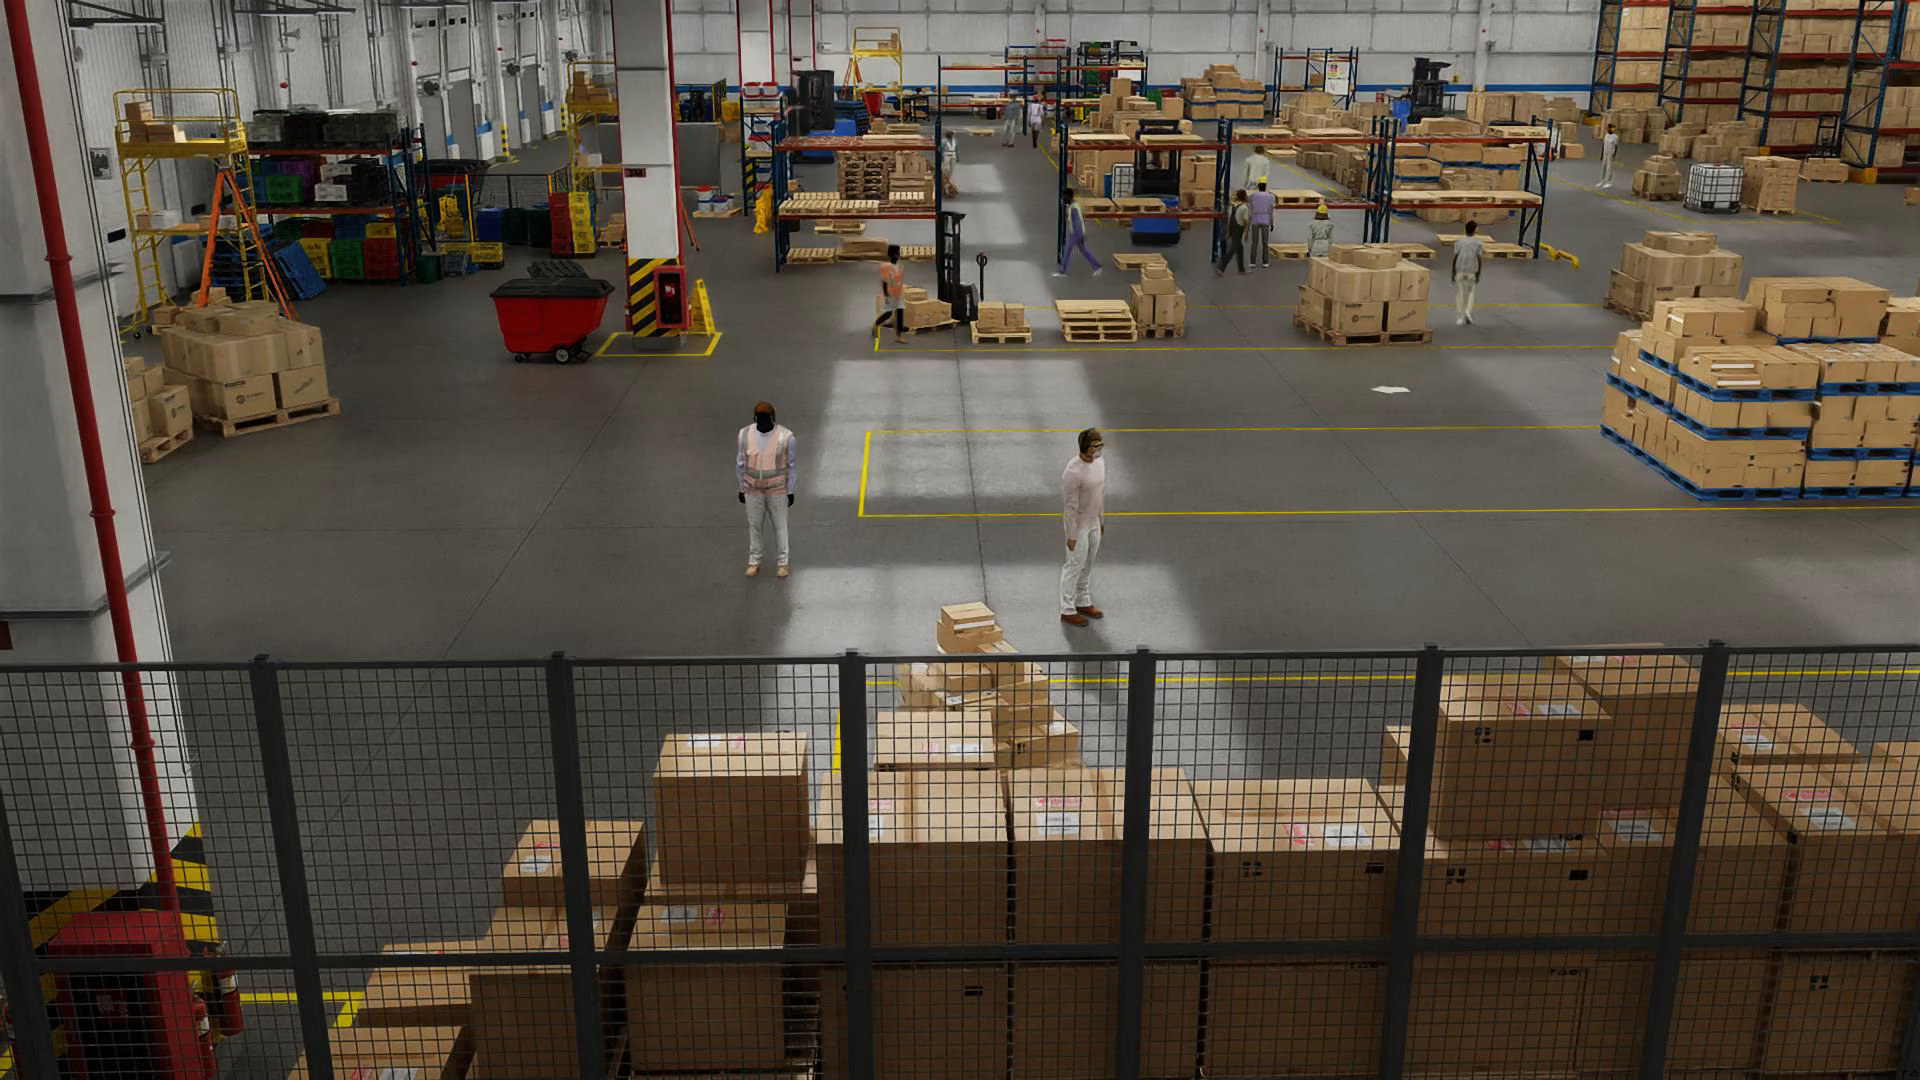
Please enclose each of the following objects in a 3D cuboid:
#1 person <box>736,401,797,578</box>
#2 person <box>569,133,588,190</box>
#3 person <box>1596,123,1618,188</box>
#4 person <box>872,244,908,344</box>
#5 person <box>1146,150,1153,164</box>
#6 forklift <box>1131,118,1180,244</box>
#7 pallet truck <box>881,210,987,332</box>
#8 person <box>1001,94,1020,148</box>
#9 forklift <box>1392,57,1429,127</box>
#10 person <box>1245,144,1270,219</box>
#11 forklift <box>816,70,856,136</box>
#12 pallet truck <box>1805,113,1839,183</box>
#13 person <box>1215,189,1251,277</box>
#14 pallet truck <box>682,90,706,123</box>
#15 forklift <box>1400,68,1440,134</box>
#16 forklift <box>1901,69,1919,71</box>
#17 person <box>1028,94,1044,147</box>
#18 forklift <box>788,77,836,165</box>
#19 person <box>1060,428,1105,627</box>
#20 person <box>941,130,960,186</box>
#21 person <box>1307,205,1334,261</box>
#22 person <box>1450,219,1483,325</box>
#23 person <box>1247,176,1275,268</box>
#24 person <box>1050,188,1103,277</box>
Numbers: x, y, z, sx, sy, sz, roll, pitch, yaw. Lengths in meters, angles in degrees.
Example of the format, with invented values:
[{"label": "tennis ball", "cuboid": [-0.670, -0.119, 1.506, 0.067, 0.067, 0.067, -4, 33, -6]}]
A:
[{"label": "person", "cuboid": [-1.980, -0.515, 16.997, 0.625, 1.846, 0.429, 2, 19, 6]}, {"label": "person", "cuboid": [-10.443, -10.192, 45.598, 0.683, 1.910, 0.579, 15, 24, 38]}, {"label": "person", "cuboid": [19.164, -11.370, 49.168, 0.315, 1.865, 0.526, -9, 21, -24]}, {"label": "person", "cuboid": [-1.172, -4.164, 28.060, 0.628, 1.681, 0.544, 17, 25, 40]}, {"label": "person", "cuboid": [5.044, -10.131, 45.518, 0.887, 1.855, 0.586, 0, 19, 0]}, {"label": "forklift", "cuboid": [4.592, -8.407, 38.810, 1.129, 2.768, 1.873, 2, 19, 5]}, {"label": "pallet truck", "cuboid": [-0.493, -4.759, 29.349, 1.885, 1.965, 0.823, -13, 23, -34]}, {"label": "person", "cuboid": [1.860, -15.357, 60.906, 0.641, 1.925, 0.482, 9, 21, 25]}, {"label": "forklift", "cuboid": [18.980, -18.498, 68.746, 1.873, 2.768, 1.129, -1, 19, -1]}, {"label": "person", "cuboid": [7.596, -9.159, 42.569, 0.630, 1.897, 1.014, 5, 19, 14]}, {"label": "forklift", "cuboid": [-4.742, -15.279, 59.197, 1.873, 2.768, 1.129, -10, 21, -26]}, {"label": "pallet truck", "cuboid": [26.403, -11.957, 50.702, 0.823, 1.965, 1.885, 6, 19, 16]}, {"label": "person", "cuboid": [5.658, -6.324, 34.312, 0.905, 1.809, 0.511, -8, 20, -23]}, {"label": "pallet truck", "cuboid": [-9.671, -15.907, 62.421, 0.823, 1.965, 1.885, 5, 19, 15]}, {"label": "forklift", "cuboid": [16.977, -15.887, 61.000, 1.129, 2.768, 1.873, -1, 19, -2]}, {"label": "forklift", "cuboid": [34.107, -15.543, 59.981, 1.873, 2.768, 1.129, -1, 19, -2]}, {"label": "person", "cuboid": [2.754, -15.326, 60.840, 0.549, 1.910, 0.830, 6, 20, 17]}, {"label": "forklift", "cuboid": [-5.106, -13.900, 55.106, 1.873, 2.768, 1.129, -1, 19, -1]}, {"label": "person", "cuboid": [1.169, -0.130, 15.734, 0.384, 1.932, 0.622, 11, 22, 30]}, {"label": "person", "cuboid": [-0.265, -11.359, 49.515, 0.518, 1.619, 0.581, -8, 20, -23]}, {"label": "person", "cuboid": [6.999, -5.646, 32.372, 0.493, 1.743, 0.297, 1, 19, 3]}, {"label": "person", "cuboid": [8.982, -4.753, 29.555, 0.508, 1.853, 0.500, 6, 20, 17]}, {"label": "person", "cuboid": [6.401, -6.769, 35.437, 0.585, 1.918, 0.379, 2, 19, 7]}, {"label": "person", "cuboid": [2.451, -6.327, 34.251, 1.064, 1.849, 0.598, 2, 19, 6]}]
